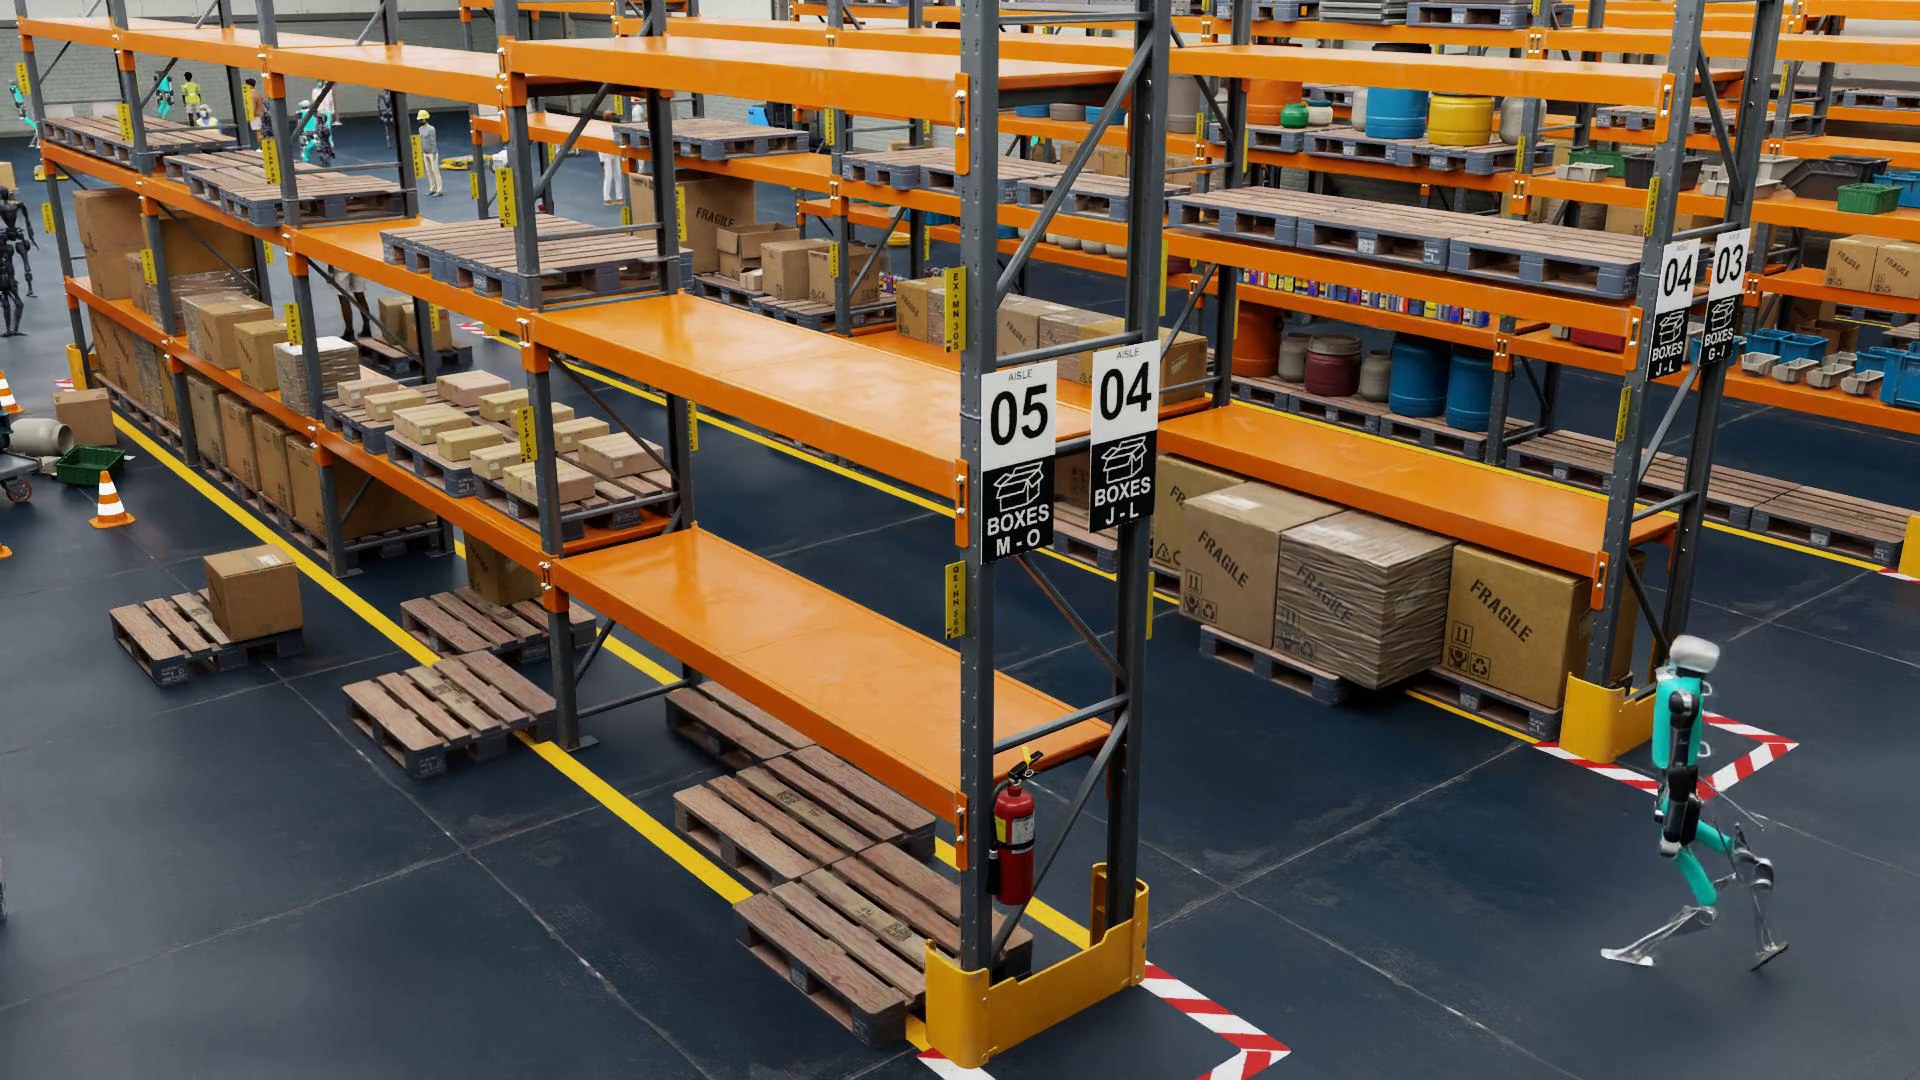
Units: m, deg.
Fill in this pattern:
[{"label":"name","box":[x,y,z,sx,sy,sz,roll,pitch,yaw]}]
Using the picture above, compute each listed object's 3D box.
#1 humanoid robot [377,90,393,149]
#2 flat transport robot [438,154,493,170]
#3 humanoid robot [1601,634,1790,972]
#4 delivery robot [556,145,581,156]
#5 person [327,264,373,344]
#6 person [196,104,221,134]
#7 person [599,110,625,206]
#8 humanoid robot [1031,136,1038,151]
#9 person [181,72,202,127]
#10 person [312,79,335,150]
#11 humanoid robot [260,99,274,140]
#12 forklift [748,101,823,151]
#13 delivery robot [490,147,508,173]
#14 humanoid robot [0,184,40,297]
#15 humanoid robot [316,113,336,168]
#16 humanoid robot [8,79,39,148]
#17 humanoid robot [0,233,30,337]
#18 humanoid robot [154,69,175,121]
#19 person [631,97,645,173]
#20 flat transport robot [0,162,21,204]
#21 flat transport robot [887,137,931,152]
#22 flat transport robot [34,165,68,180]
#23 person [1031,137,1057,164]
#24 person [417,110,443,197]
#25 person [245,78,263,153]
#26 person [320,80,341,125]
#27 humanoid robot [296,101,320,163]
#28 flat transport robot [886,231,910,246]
[{"label":"humanoid robot","box":[-14.811,-10.996,43.140,0.589,1.636,0.650,-3,20,-9]},{"label":"flat transport robot","box":[-11.609,-8.947,39.398,0.659,0.231,1.431,11,22,28]},{"label":"humanoid robot","box":[3.725,1.328,7.965,0.953,1.766,0.538,6,20,17]},{"label":"delivery robot","box":[-9.852,-9.886,41.610,0.499,0.576,0.757,-12,23,-31]},{"label":"person","box":[-7.889,-3.508,21.367,0.365,1.961,0.611,11,22,28]},{"label":"person","box":[-15.715,-8.214,34.940,0.545,1.846,0.977,0,19,1]},{"label":"person","box":[-6.951,-7.664,33.315,0.364,1.877,0.669,17,26,40]},{"label":"humanoid robot","box":[1.408,-7.388,32.913,0.729,1.886,0.538,-15,24,-36]},{"label":"person","box":[-21.629,-12.322,46.863,0.527,1.689,0.321,-14,24,-34]},{"label":"person","box":[-16.454,-11.058,43.013,0.503,1.862,1.049,-2,19,-6]},{"label":"humanoid robot","box":[-16.109,-9.401,38.615,0.682,1.624,0.584,4,20,10]},{"label":"forklift","box":[-4.526,-11.368,42.374,1.129,2.768,1.873,-15,24,-37]},{"label":"delivery robot","box":[-10.496,-8.793,38.510,0.499,0.581,0.767,7,21,20]},{"label":"humanoid robot","box":[-13.871,-4.393,24.351,0.689,1.634,0.611,18,26,41]},{"label":"humanoid robot","box":[-13.504,-8.271,35.437,0.797,1.624,0.589,-2,19,-6]},{"label":"humanoid robot","box":[-24.196,-11.077,43.295,0.798,1.798,0.530,-8,21,-21]},{"label":"humanoid robot","box":[-12.494,-3.468,21.677,0.594,1.657,0.364,15,24,36]},{"label":"humanoid robot","box":[-22.341,-12.214,46.528,0.546,1.828,0.660,5,20,13]},{"label":"person","box":[-7.279,-9.143,37.509,0.361,1.894,0.580,-3,20,-8]},{"label":"flat transport robot","box":[-19.124,-6.490,32.406,0.659,0.231,1.431,2,20,7]},{"label":"flat transport robot","box":[-1.137,-7.997,36.694,0.659,0.231,1.431,-8,21,-21]},{"label":"flat transport robot","box":[-20.480,-8.278,37.495,0.659,0.231,1.431,-10,21,-25]},{"label":"person","box":[1.556,-6.851,31.189,0.542,1.756,0.413,2,20,7]},{"label":"person","box":[-11.031,-8.020,34.517,0.516,1.756,0.341,15,24,36]},{"label":"person","box":[-17.797,-10.732,42.084,0.381,1.854,0.801,-1,19,-2]},{"label":"person","box":[-18.627,-13.134,48.929,0.511,1.853,0.738,15,25,37]},{"label":"humanoid robot","box":[-14.658,-8.887,37.112,1.034,1.789,0.531,13,23,32]},{"label":"flat transport robot","box":[-0.930,-5.376,29.237,0.659,0.231,1.431,1,19,1]}]
